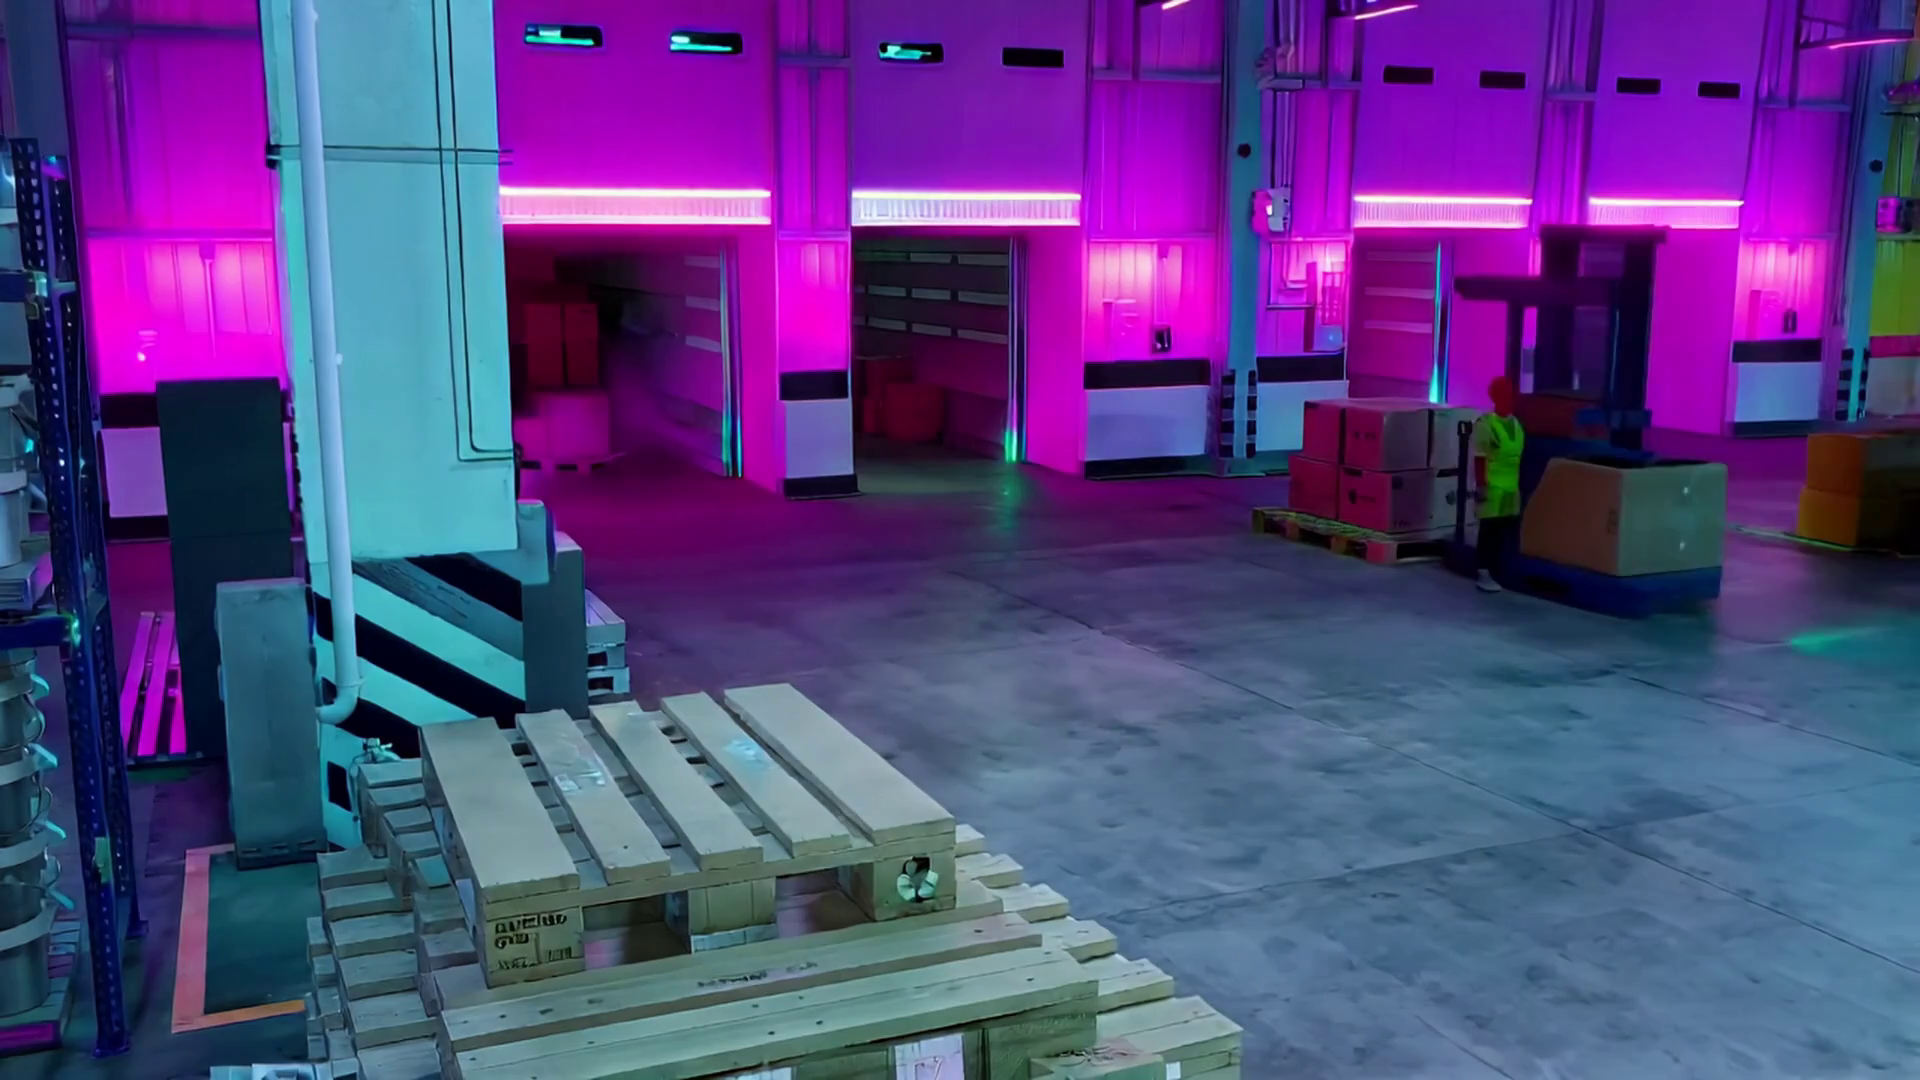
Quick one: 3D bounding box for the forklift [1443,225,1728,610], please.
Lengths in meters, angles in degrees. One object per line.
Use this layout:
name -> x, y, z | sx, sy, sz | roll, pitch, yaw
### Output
forklift -> 4.841, -1.011, 12.756 | 1.129, 2.768, 1.873 | -4, 11, -23

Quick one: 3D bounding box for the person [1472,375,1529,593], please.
person -> 4.179, -0.439, 12.887 | 0.549, 1.686, 0.361 | -6, 12, -29
